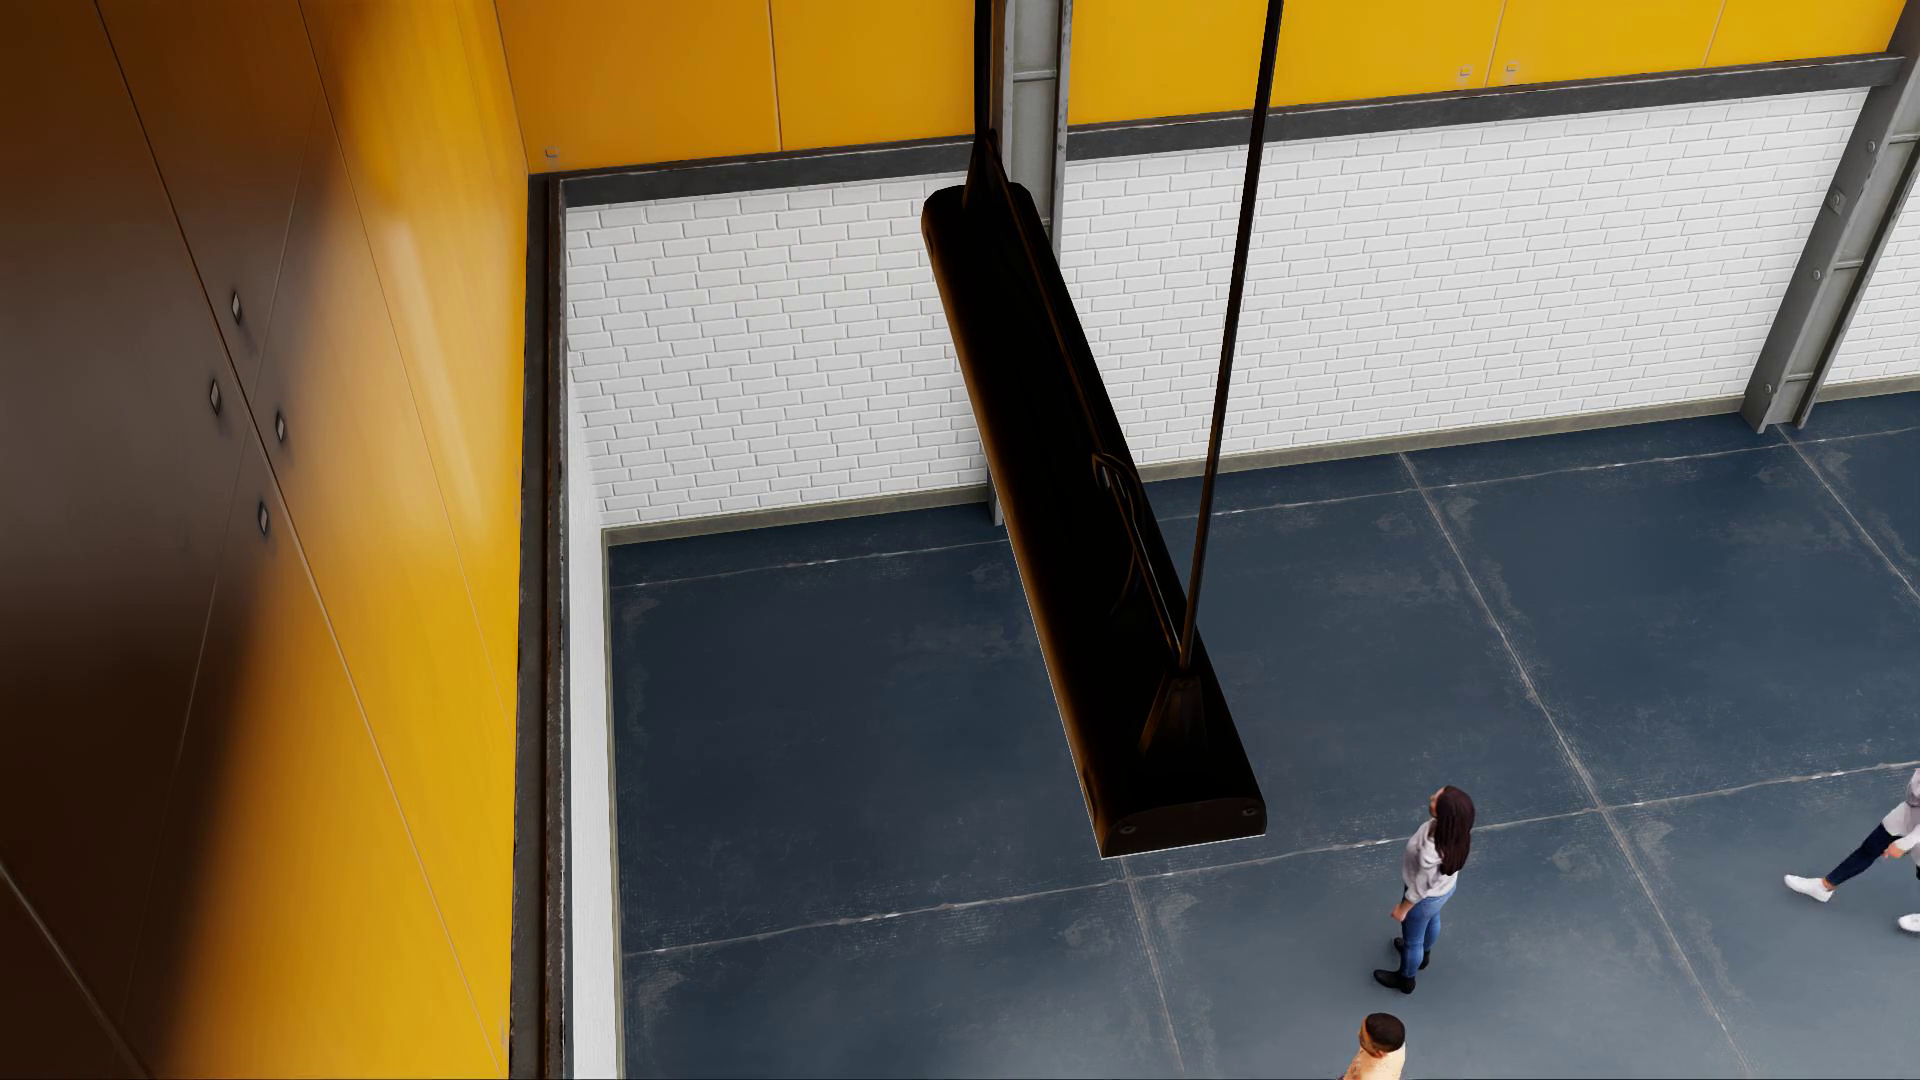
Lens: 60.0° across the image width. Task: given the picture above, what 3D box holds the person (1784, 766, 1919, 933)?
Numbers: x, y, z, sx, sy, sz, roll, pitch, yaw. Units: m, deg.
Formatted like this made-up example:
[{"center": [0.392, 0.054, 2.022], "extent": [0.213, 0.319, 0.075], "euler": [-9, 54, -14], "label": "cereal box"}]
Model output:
[{"center": [5.357, 1.587, 9.054], "extent": [1.223, 1.737, 0.966], "euler": [12, 45, 12], "label": "person"}]

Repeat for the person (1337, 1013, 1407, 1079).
[{"center": [2.017, 2.722, 8.066], "extent": [0.686, 1.455, 0.648], "euler": [18, 47, 18], "label": "person"}]

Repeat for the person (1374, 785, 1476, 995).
[{"center": [2.500, 1.856, 8.847], "extent": [0.733, 1.633, 0.656], "euler": [29, 51, 27], "label": "person"}]
